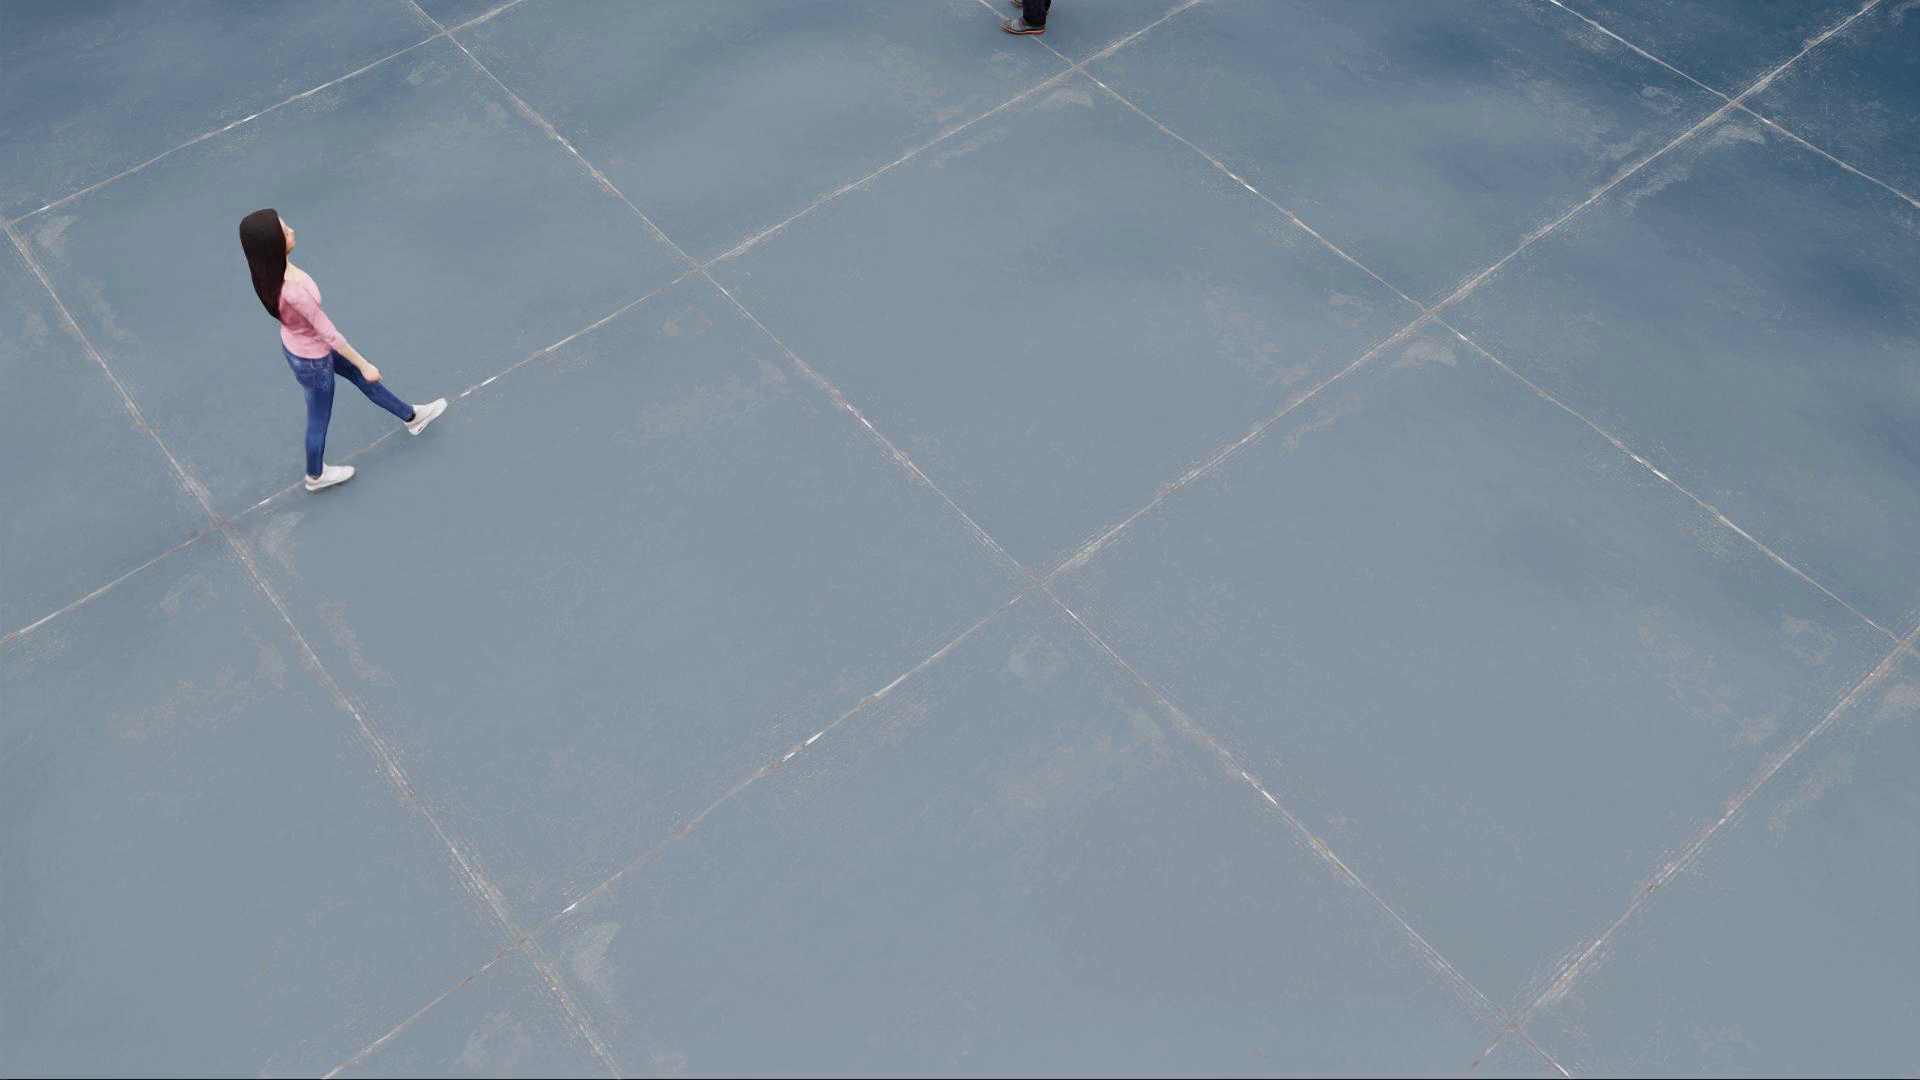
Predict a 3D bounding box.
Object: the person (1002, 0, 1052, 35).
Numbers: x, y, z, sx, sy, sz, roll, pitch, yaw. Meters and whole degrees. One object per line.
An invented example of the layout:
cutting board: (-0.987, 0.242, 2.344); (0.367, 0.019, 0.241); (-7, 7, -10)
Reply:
person: (0.477, -4.075, 10.546); (0.798, 1.820, 0.701); (12, 53, 9)

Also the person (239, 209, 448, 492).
person: (-3.229, -0.861, 8.127); (1.091, 1.709, 0.687); (-25, 56, -18)
